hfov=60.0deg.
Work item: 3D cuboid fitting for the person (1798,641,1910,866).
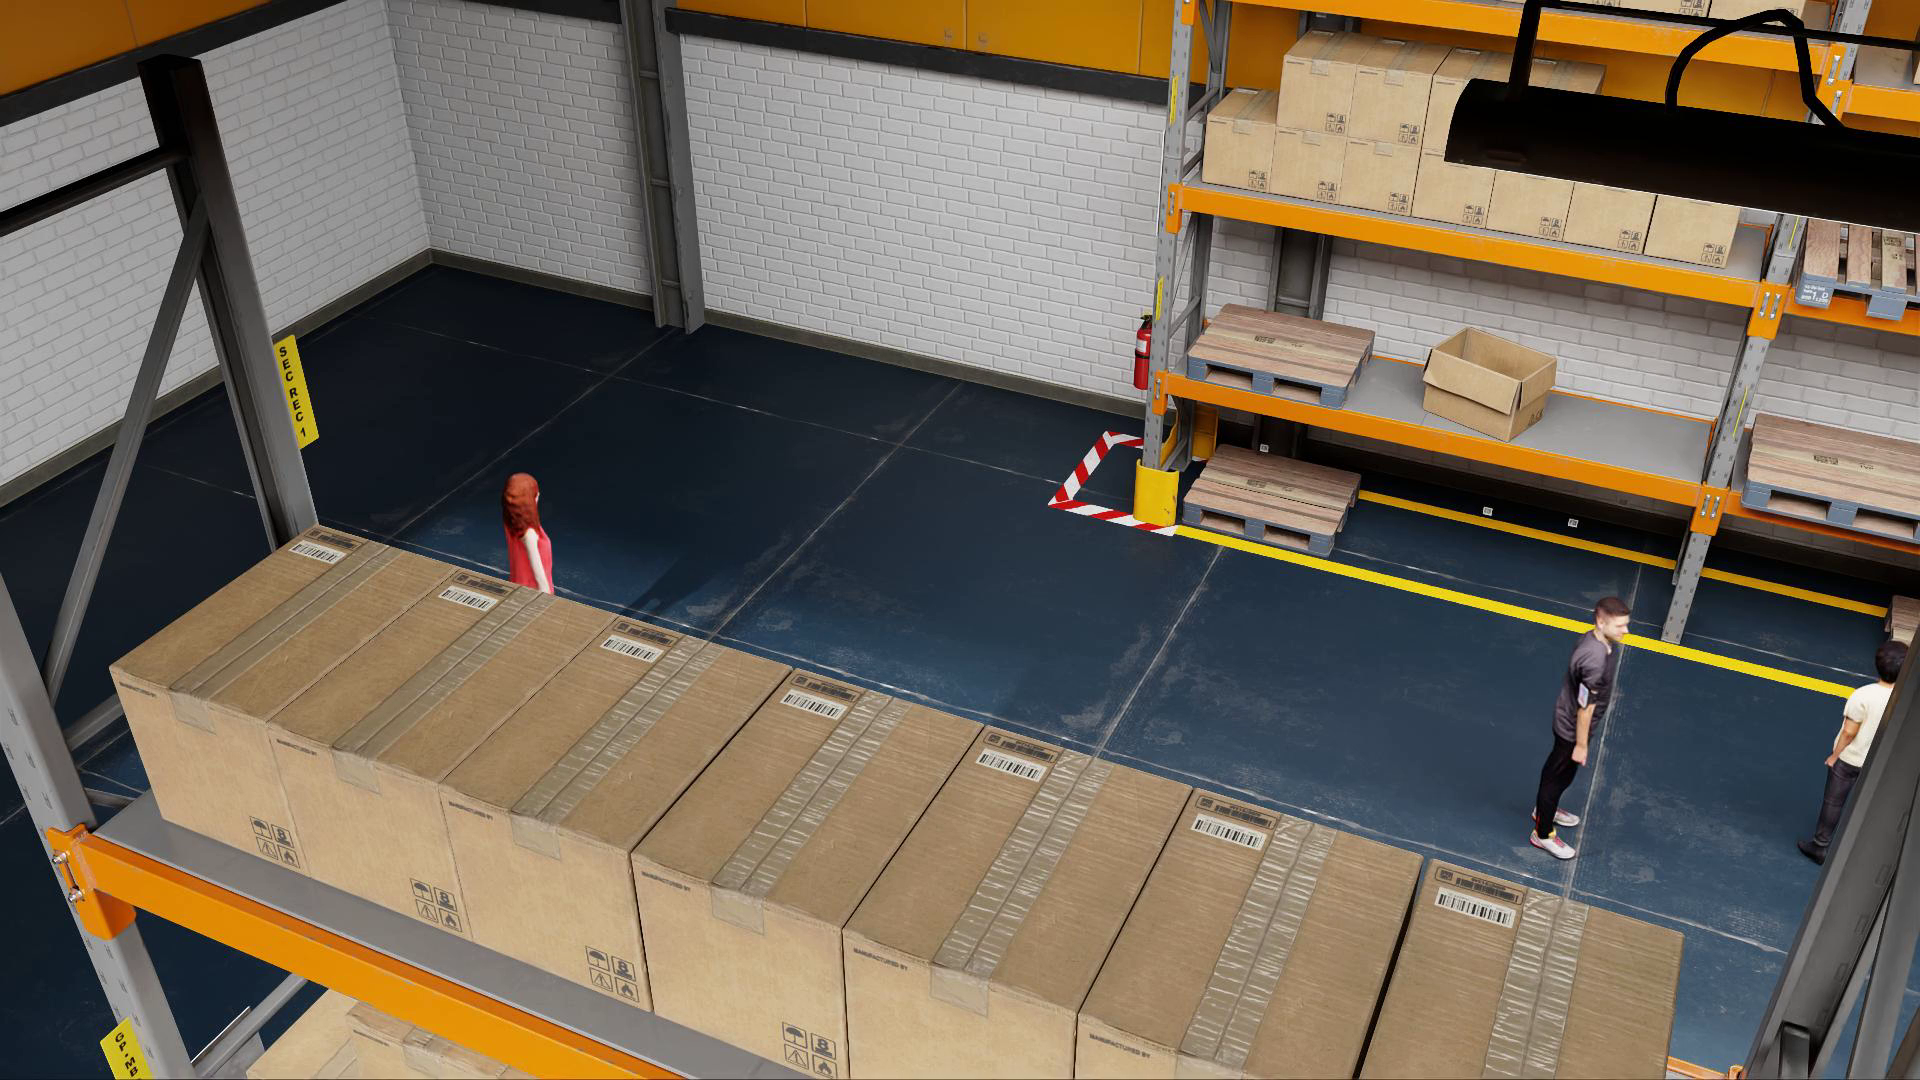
[{"bbox_3d":[5.303,1.268,9.756,0.562,1.589,0.714,0,34,0],"label":"person"}]

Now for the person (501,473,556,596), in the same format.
[{"bbox_3d":[-2.815,0.354,10.919,0.729,1.824,0.610,-21,39,-28],"label":"person"}]

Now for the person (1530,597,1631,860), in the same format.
[{"bbox_3d":[3.668,1.081,9.882,0.528,1.762,0.617,15,36,21],"label":"person"}]
